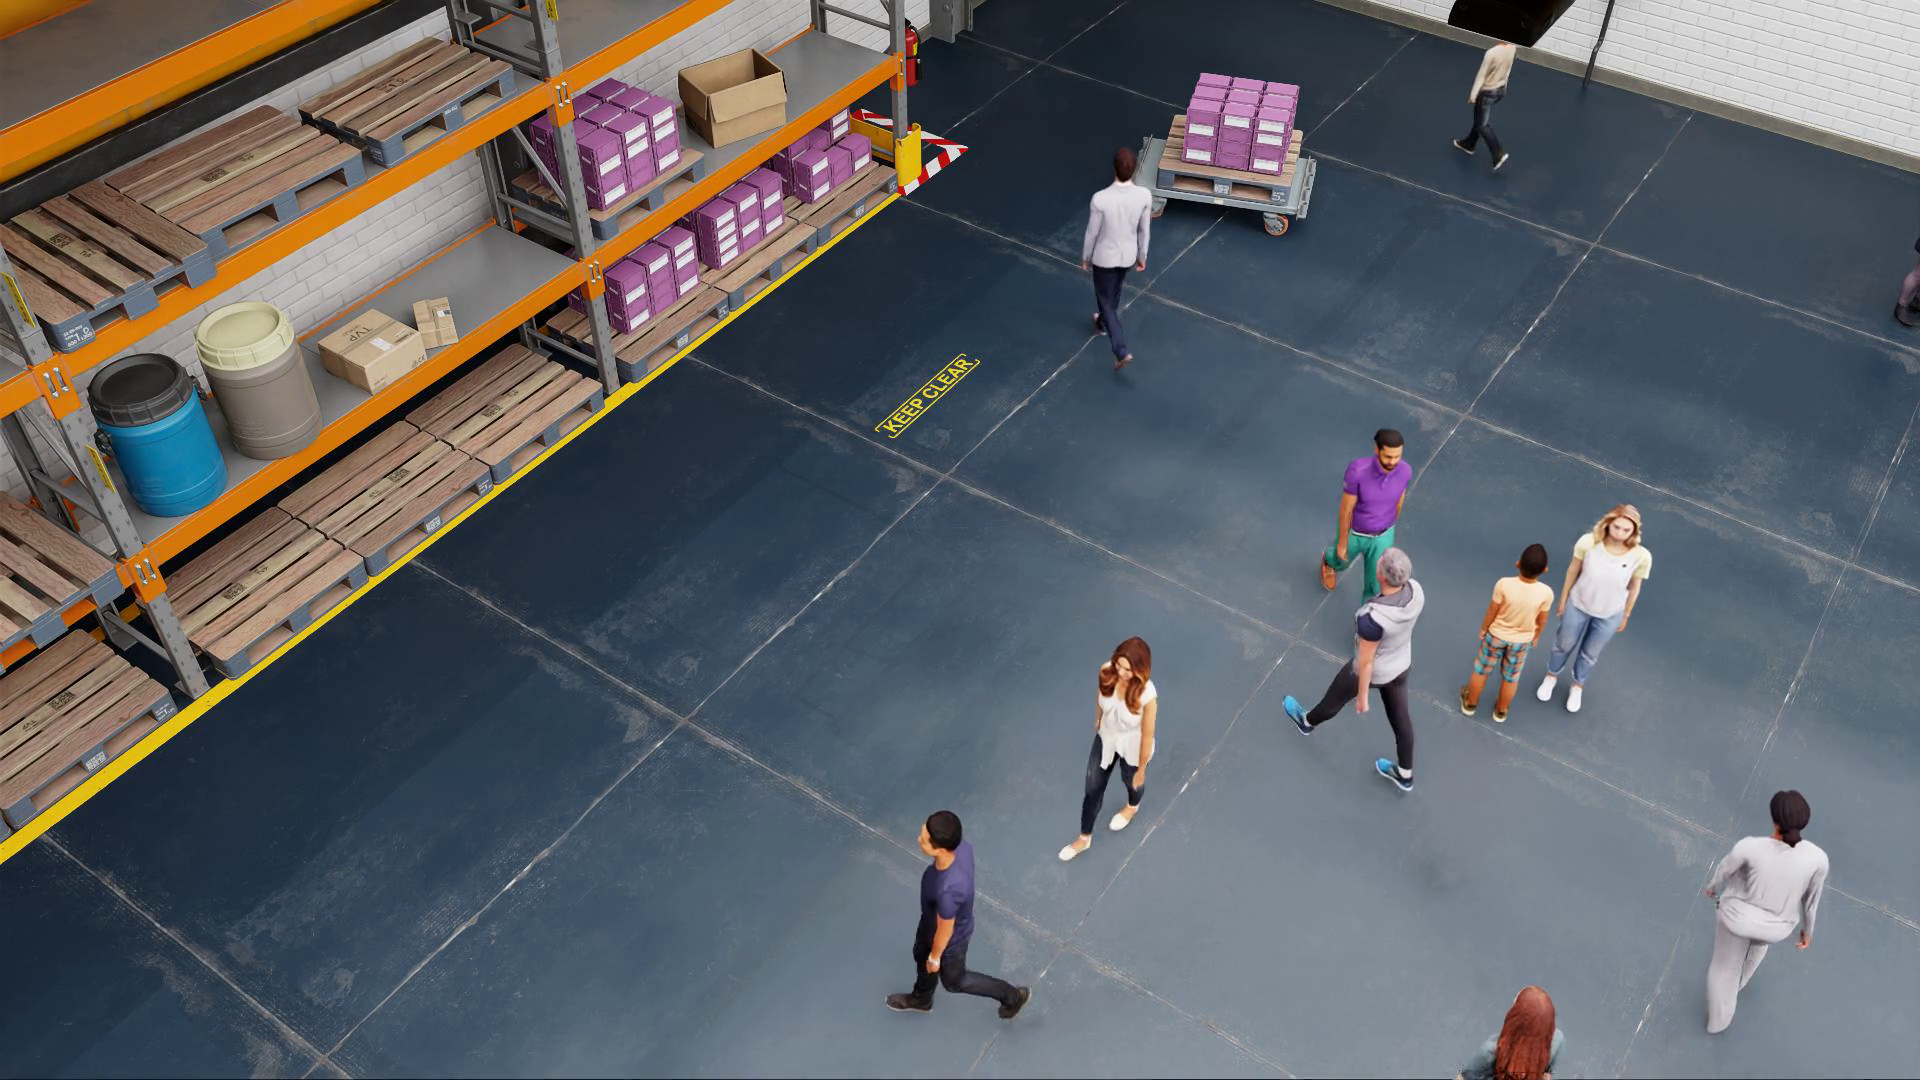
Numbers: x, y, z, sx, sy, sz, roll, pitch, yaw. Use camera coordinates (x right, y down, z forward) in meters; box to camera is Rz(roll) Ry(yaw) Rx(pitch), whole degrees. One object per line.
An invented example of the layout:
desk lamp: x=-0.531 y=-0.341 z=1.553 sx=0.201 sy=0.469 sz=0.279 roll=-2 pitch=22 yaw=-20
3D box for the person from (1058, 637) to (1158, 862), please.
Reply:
person: x=1.026 y=1.150 z=9.845 sx=0.710 sy=1.761 sz=0.945 roll=32 pitch=52 yaw=29

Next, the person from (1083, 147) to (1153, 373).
person: x=1.274 y=-2.217 z=13.344 sx=1.214 sy=1.810 sz=1.211 roll=-12 pitch=45 yaw=-13

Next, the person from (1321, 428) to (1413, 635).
person: x=2.683 y=-0.112 z=11.192 sx=1.083 sy=1.729 sz=1.251 roll=-1 pitch=44 yaw=-1

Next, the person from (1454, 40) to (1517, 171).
person: x=5.049 y=-4.189 z=15.680 sx=0.940 sy=1.443 sz=0.811 roll=-26 pitch=49 yaw=-25

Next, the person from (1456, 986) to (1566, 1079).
person: x=2.678 y=2.796 z=8.135 sx=0.721 sy=1.737 sz=0.782 roll=-7 pitch=44 yaw=-7

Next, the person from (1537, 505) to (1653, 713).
person: x=4.059 y=0.420 z=10.639 sx=0.671 sy=1.723 sz=0.634 roll=14 pitch=45 yaw=15

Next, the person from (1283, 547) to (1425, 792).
person: x=2.628 y=0.855 z=10.150 sx=1.239 sy=1.768 sz=1.046 roll=-28 pitch=50 yaw=-26

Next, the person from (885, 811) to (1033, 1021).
person: x=0.016 y=2.073 z=8.872 sx=1.098 sy=1.767 sz=1.077 roll=-3 pitch=44 yaw=-3

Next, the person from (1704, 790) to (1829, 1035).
person: x=4.261 y=2.084 z=8.905 sx=0.870 sy=1.705 sz=0.946 roll=13 pitch=45 yaw=13

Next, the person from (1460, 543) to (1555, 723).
person: x=3.524 y=0.607 z=10.634 sx=0.579 sy=1.459 sz=0.572 roll=11 pitch=45 yaw=11
